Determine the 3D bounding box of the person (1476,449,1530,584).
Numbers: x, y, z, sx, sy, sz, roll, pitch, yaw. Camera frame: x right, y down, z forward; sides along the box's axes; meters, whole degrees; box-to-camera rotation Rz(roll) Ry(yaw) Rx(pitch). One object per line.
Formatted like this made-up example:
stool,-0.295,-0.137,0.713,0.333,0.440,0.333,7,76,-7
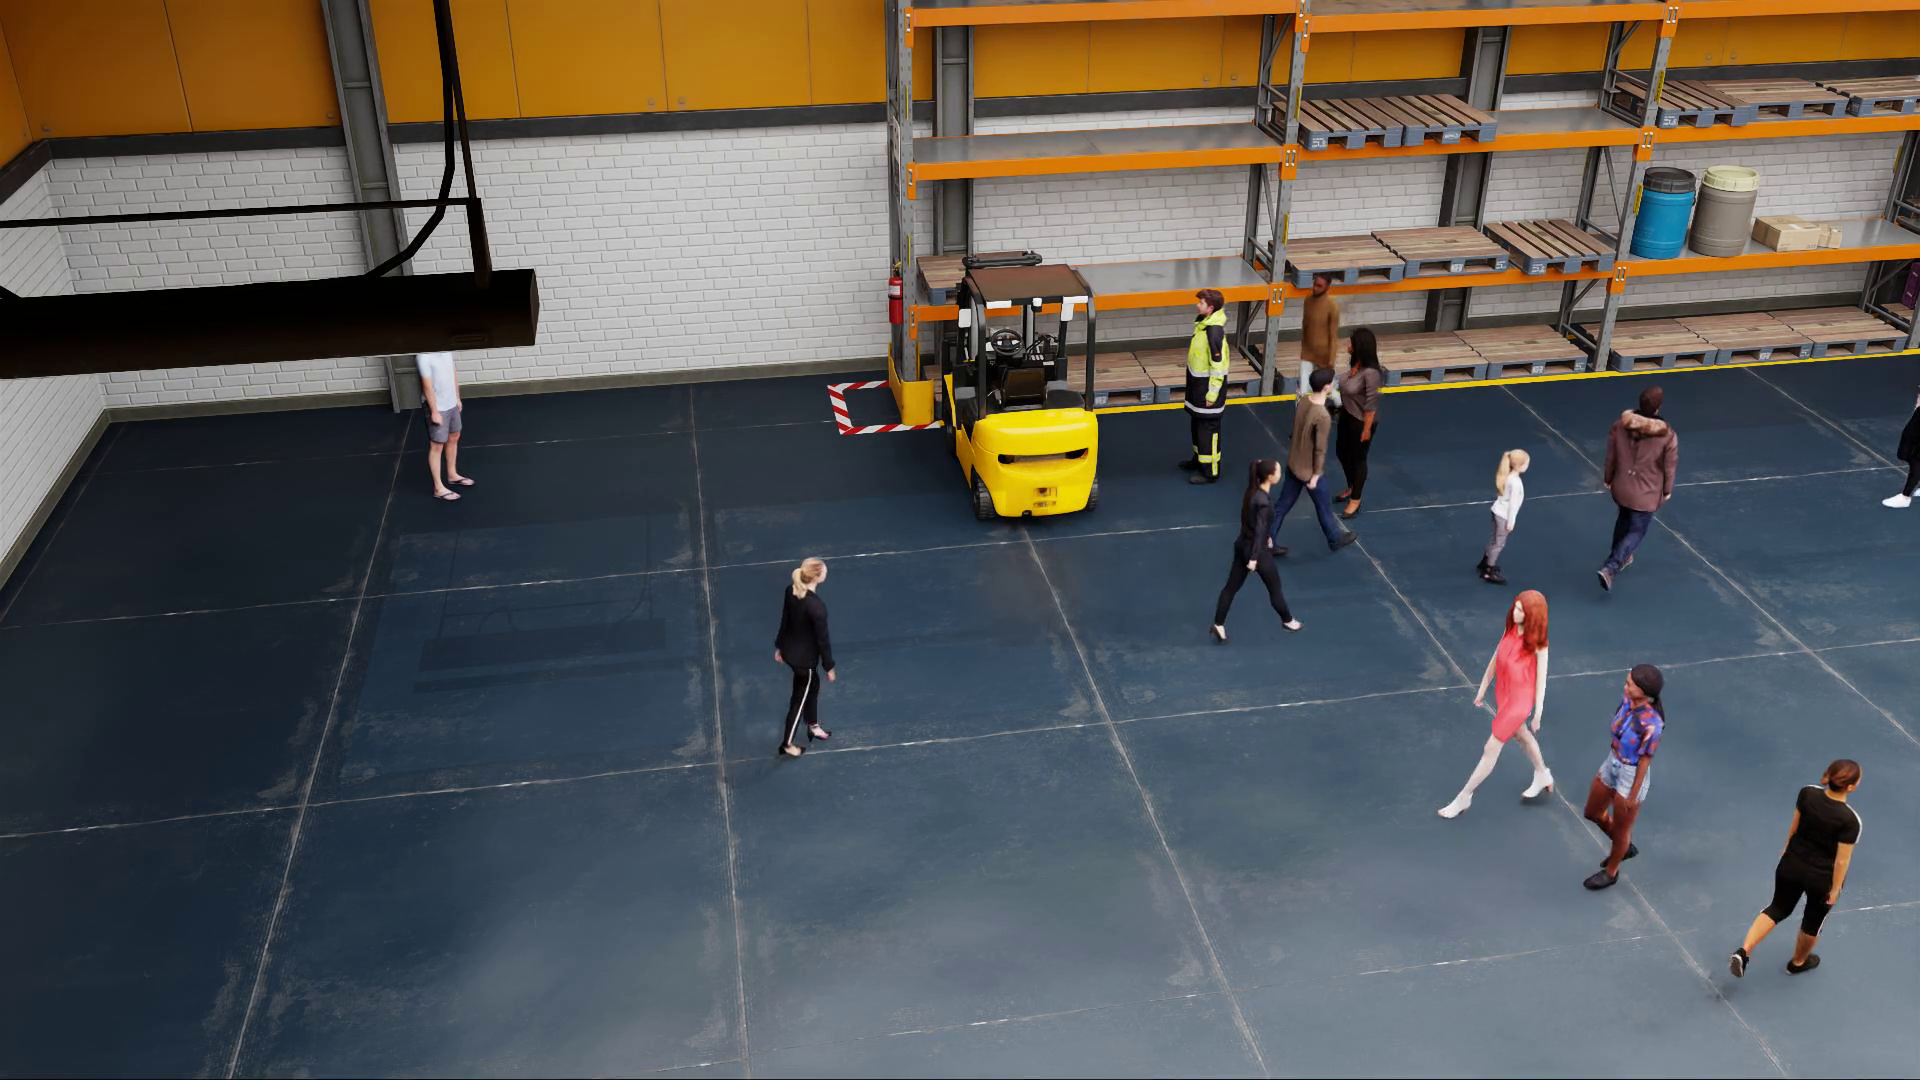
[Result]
person,4.758,-0.229,14.621,0.534,1.279,0.527,1,29,1

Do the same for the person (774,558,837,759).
person,-1.224,0.913,12.119,0.856,1.671,0.792,-21,35,-33

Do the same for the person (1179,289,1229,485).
person,2.414,-1.511,16.238,0.637,1.981,0.774,-3,29,-6

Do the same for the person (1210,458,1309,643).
person,2.303,0.127,13.564,1.033,1.666,0.574,-4,29,-7

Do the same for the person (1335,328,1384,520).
person,3.752,-1.101,15.649,0.603,1.827,0.679,-11,30,-19

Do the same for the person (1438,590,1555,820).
person,3.937,1.144,11.585,1.156,1.775,0.671,-7,29,-13

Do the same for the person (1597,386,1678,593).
person,5.832,-0.421,14.406,1.244,1.821,1.088,-23,36,-36

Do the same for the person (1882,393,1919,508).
person,9.233,-1.090,15.722,0.739,1.736,0.618,-3,29,-5

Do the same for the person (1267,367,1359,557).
person,3.001,-0.625,14.772,1.202,1.830,0.805,-11,30,-19

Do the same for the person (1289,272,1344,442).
person,3.757,-1.925,17.197,1.169,1.789,1.025,-22,36,-35

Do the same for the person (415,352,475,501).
person,-5.006,-1.295,16.001,0.705,1.829,0.714,8,30,15

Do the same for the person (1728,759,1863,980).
person,5.104,2.029,10.093,1.029,1.651,0.774,-13,31,-22

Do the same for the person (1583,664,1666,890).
person,4.435,1.556,10.871,0.659,1.735,0.606,-6,29,-11
